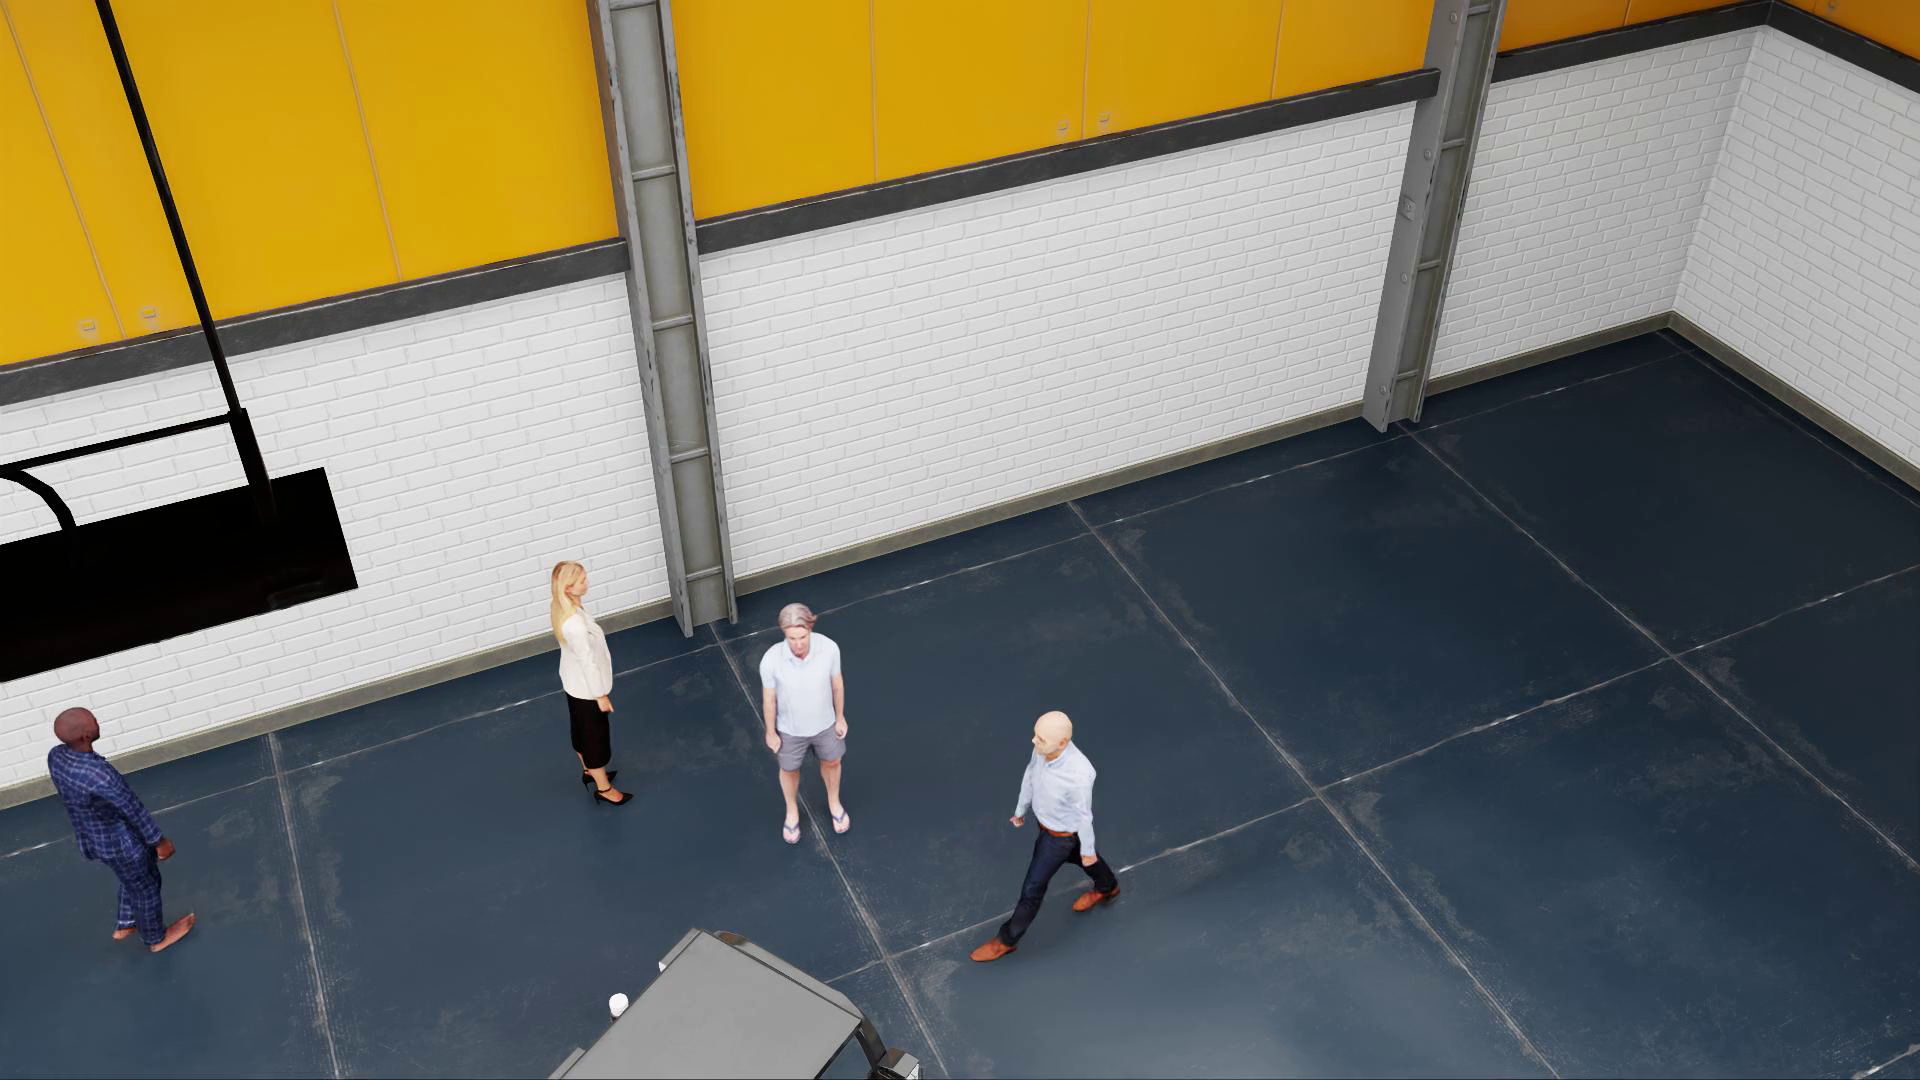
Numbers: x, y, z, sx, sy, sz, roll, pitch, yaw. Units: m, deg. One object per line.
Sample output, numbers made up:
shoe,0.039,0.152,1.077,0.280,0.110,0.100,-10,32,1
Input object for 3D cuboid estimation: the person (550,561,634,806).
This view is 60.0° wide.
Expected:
person,-2.265,0.880,10.072,0.541,1.857,0.631,-20,43,-23

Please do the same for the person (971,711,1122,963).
person,0.617,1.593,9.272,1.222,1.742,0.646,-16,41,-19

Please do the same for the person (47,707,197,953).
person,-4.697,1.673,9.118,0.790,1.807,0.830,23,44,26

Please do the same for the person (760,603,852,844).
person,-0.913,1.052,9.880,0.542,1.828,0.736,-10,40,-13
